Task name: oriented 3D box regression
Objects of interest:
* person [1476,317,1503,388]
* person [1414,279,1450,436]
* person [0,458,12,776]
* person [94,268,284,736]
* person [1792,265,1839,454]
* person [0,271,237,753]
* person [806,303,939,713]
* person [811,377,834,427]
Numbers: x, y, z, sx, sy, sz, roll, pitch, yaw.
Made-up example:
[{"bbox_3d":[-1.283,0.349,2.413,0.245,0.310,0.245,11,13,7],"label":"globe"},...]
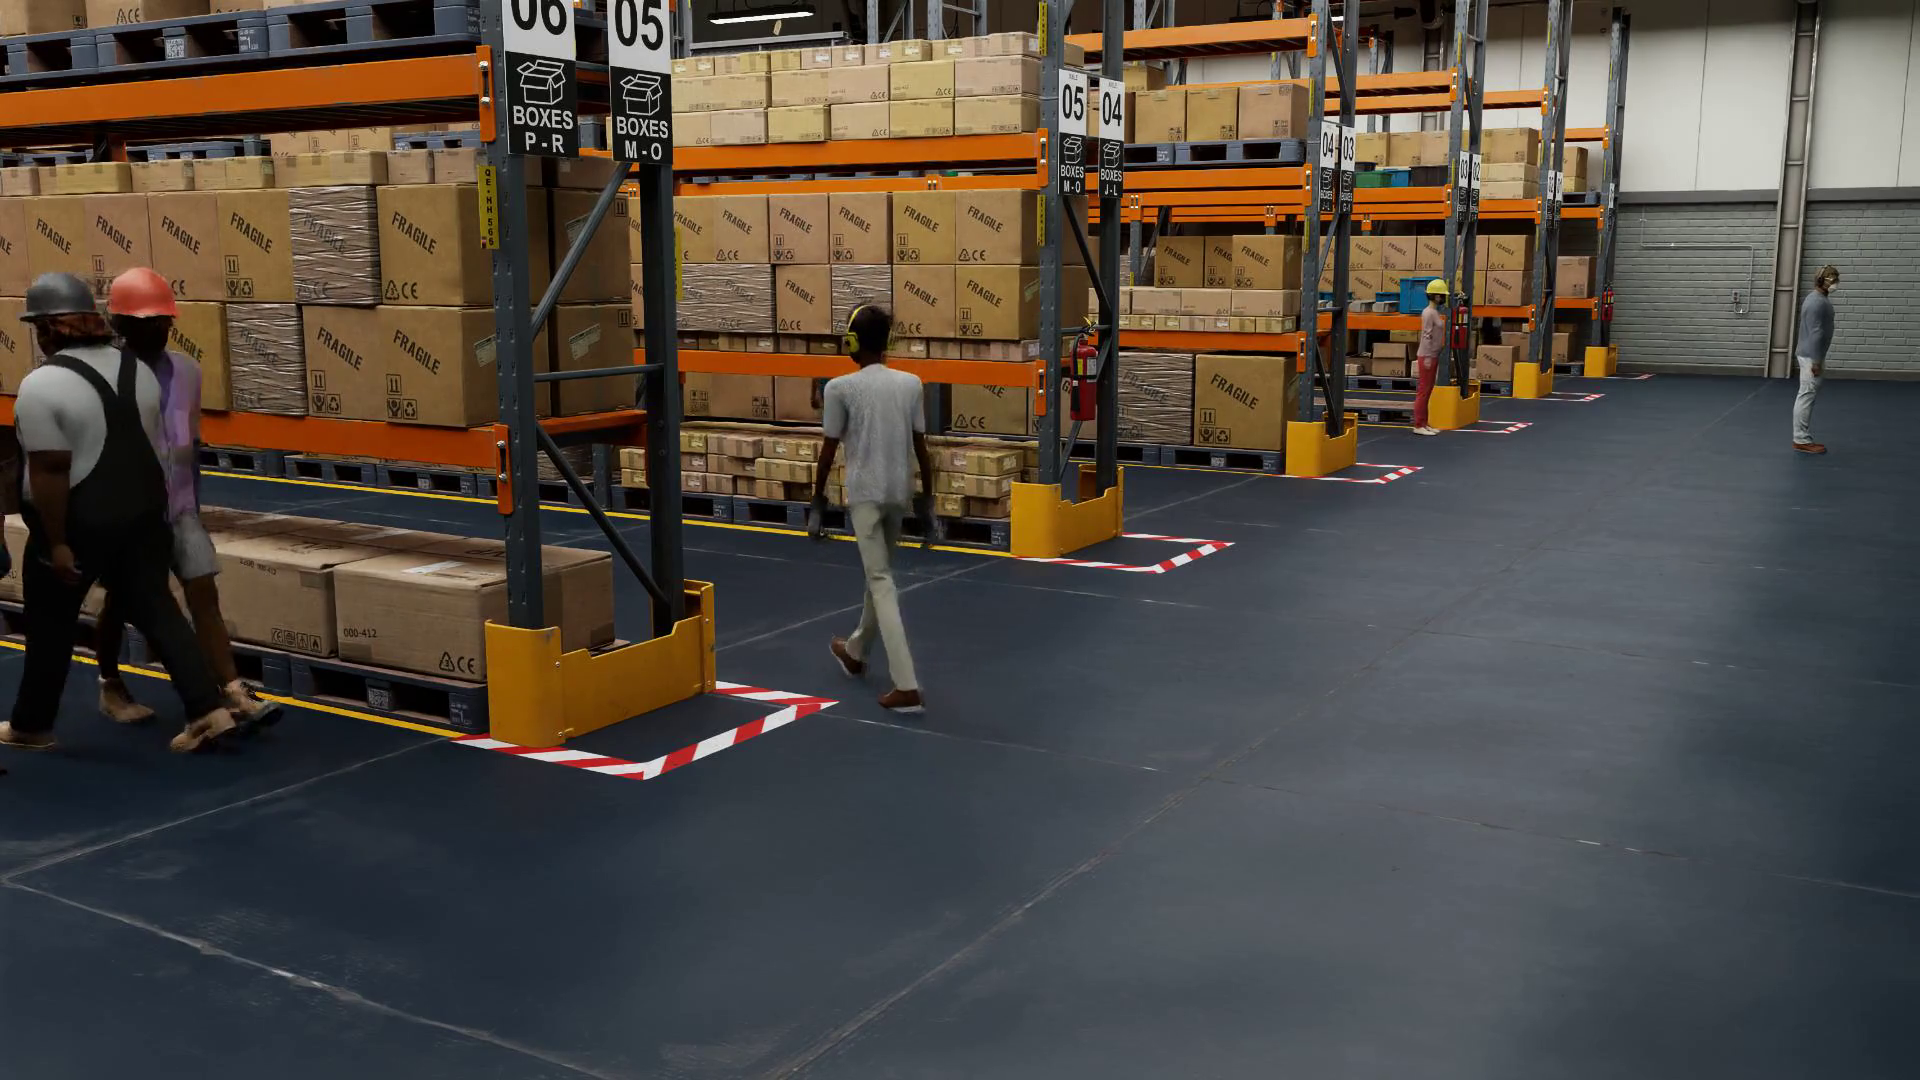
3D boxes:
[{"bbox_3d":[8.191,-3.280,25.647,0.873,1.891,0.607,5,11,25],"label":"person"},{"bbox_3d":[5.373,-2.072,18.916,0.329,1.767,0.528,5,11,26],"label":"person"},{"bbox_3d":[-4.041,0.001,6.447,0.539,1.889,0.642,5,11,29],"label":"person"},{"bbox_3d":[-3.364,-0.138,6.980,1.062,1.973,0.620,6,11,30],"label":"person"},{"bbox_3d":[8.858,-1.868,17.230,0.374,1.936,0.627,5,11,27],"label":"person"},{"bbox_3d":[-3.465,-0.127,6.730,1.048,2.000,0.674,4,10,22],"label":"person"},{"bbox_3d":[-0.424,-0.164,7.618,0.546,1.813,1.005,-6,12,-33],"label":"person"},{"bbox_3d":[-1.033,-1.333,14.474,0.880,1.815,0.572,6,12,33],"label":"person"}]
